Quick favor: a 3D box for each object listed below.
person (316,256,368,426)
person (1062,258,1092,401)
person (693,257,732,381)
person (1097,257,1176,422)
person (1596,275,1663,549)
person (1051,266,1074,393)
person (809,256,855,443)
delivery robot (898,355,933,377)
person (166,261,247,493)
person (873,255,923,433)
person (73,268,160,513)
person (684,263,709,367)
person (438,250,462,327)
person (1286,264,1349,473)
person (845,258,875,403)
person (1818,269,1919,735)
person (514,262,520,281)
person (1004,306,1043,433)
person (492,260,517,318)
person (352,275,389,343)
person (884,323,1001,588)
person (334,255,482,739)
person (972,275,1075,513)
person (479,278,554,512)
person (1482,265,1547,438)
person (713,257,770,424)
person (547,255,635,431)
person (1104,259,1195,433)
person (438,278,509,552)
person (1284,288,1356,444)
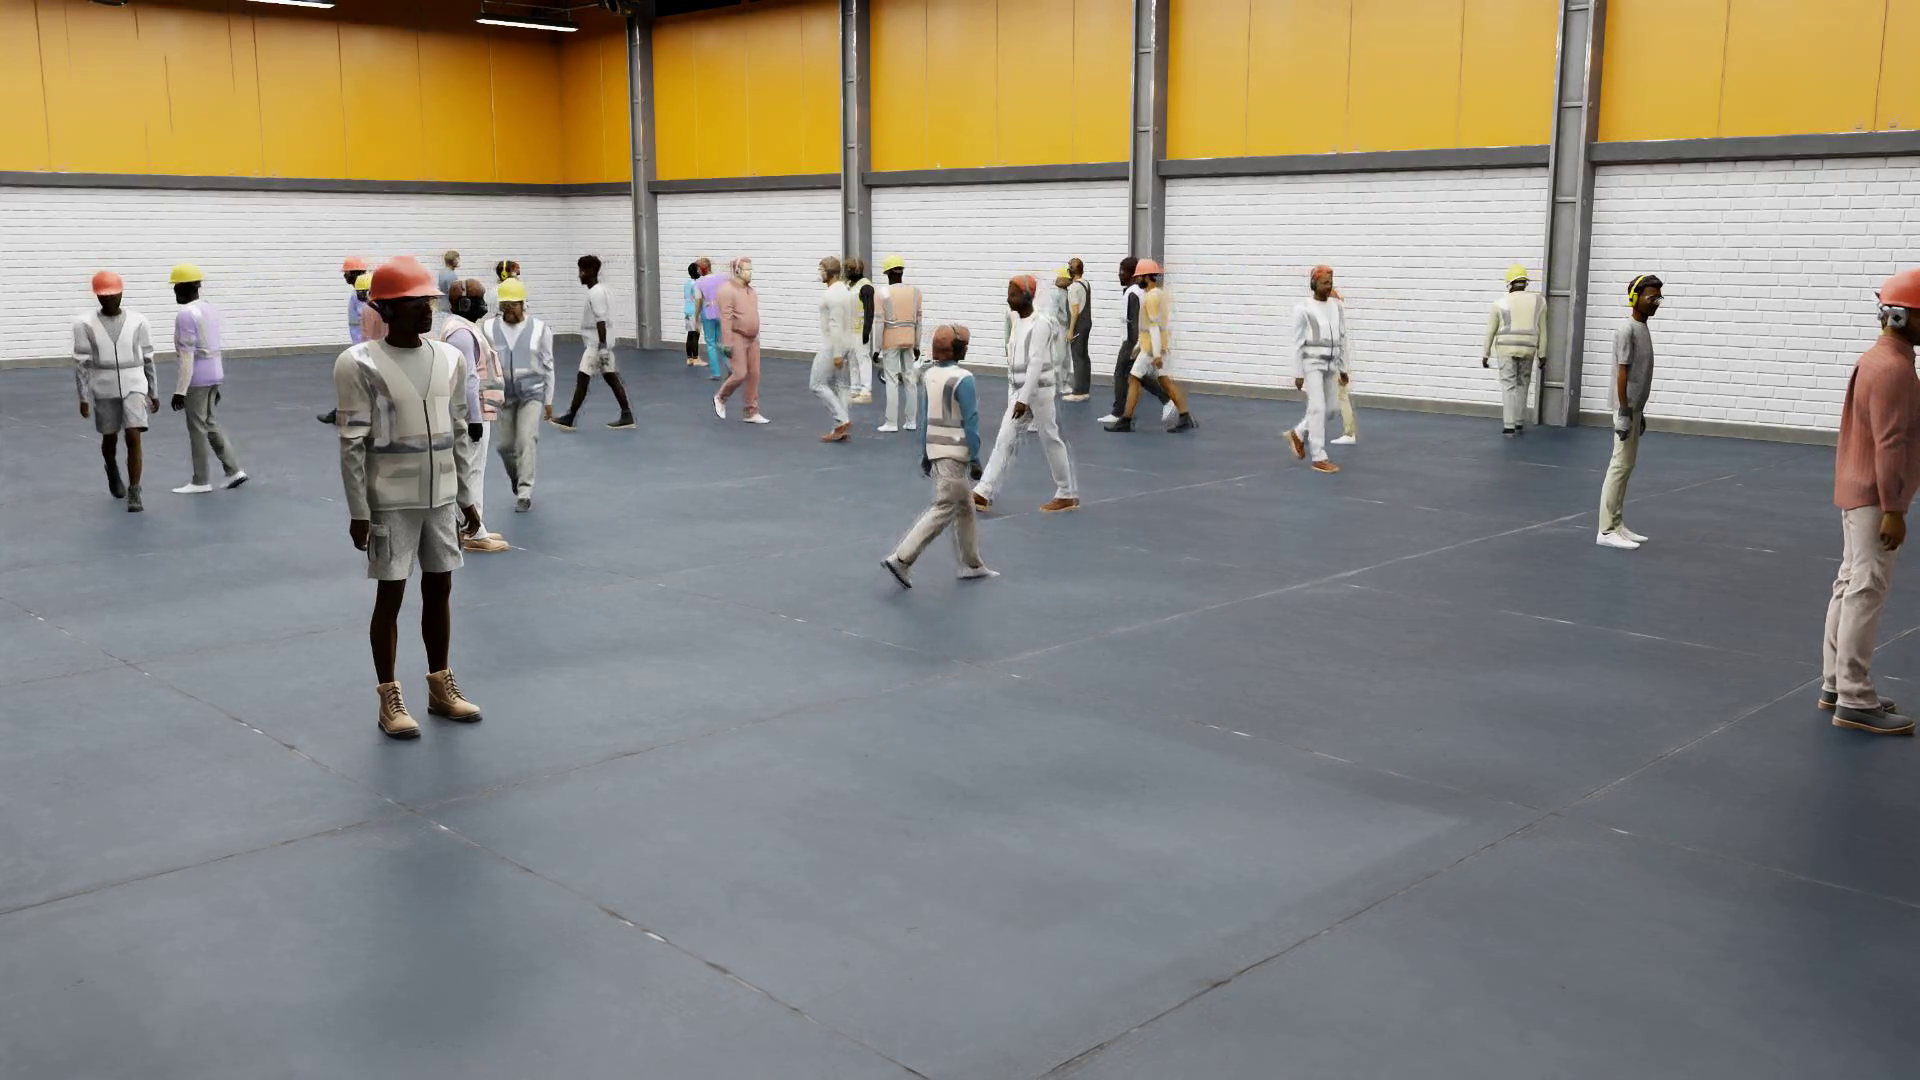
[{"bbox_3d":[-6.789,-2.213,18.599,0.943,1.892,0.564,-1,10,-4],"label":"person"},{"bbox_3d":[1.516,-2.706,21.441,0.350,1.843,0.506,5,12,27],"label":"person"},{"bbox_3d":[-3.610,-3.218,24.340,0.622,1.814,0.434,-10,14,-44],"label":"person"},{"bbox_3d":[2.043,-2.267,18.945,0.845,1.892,0.598,1,10,8],"label":"person"},{"bbox_3d":[4.614,-0.880,11.423,0.314,1.864,0.530,7,12,33],"label":"person"},{"bbox_3d":[1.325,-2.840,22.513,0.536,1.723,0.486,6,12,29],"label":"person"},{"bbox_3d":[-1.328,-1.939,17.041,0.439,1.924,0.634,1,10,6],"label":"person"},{"bbox_3d":[-0.744,-2.541,23.798,0.707,0.478,0.477,7,12,34],"label":"delivery robot"},{"bbox_3d":[-6.310,-1.332,13.776,0.424,1.939,0.619,-1,10,-3],"label":"person"},{"bbox_3d":[-0.686,-2.123,18.057,0.584,1.919,0.375,-6,12,-31],"label":"person"},{"bbox_3d":[-6.629,-1.193,13.081,0.571,1.898,0.890,-6,12,-28],"label":"person"},{"bbox_3d":[-4.327,-3.676,27.138,0.320,1.692,0.531,-6,12,-29],"label":"person"},{"bbox_3d":[-7.589,-3.441,25.281,0.930,1.900,0.647,-4,11,-22],"label":"person"},{"bbox_3d":[3.237,-1.566,15.139,0.593,1.872,0.689,-7,12,-32],"label":"person"},{"bbox_3d":[-1.326,-2.670,21.252,0.429,1.841,0.633,-6,12,-29],"label":"person"},{"bbox_3d":[4.008,-0.171,7.218,0.392,1.988,0.609,4,11,20],"label":"person"},{"bbox_3d":[-8.358,-4.400,31.241,0.278,1.635,0.498,-8,13,-38],"label":"person"},{"bbox_3d":[0.702,-1.985,18.050,0.515,1.645,0.308,8,13,36],"label":"person"},{"bbox_3d":[-5.441,-2.388,19.698,0.753,1.851,0.527,-2,11,-9],"label":"person"},{"bbox_3d":[-6.295,-2.028,18.115,0.955,1.705,0.531,-1,10,-3],"label":"person"},{"bbox_3d":[-0.106,-0.509,10.110,0.800,1.615,0.517,-5,12,-25],"label":"person"},{"bbox_3d":[-2.342,-0.186,7.138,0.361,2.047,0.614,9,13,39],"label":"person"},{"bbox_3d":[0.453,-1.086,12.653,1.014,1.822,0.581,-5,11,-25],"label":"person"},{"bbox_3d":[-3.466,-1.145,13.018,0.593,1.806,0.671,-1,10,-5],"label":"person"},{"bbox_3d":[5.874,-2.015,17.740,0.625,1.810,0.690,0,10,1],"label":"person"},{"bbox_3d":[-2.491,-2.253,18.838,0.569,1.888,0.670,6,12,31],"label":"person"},{"bbox_3d":[-4.053,-2.150,18.215,0.993,1.910,0.639,-1,10,-7],"label":"person"},{"bbox_3d":[2.098,-2.088,17.959,0.970,1.891,0.536,4,11,19],"label":"person"},{"bbox_3d":[-3.303,-0.843,11.287,0.429,1.844,0.622,-4,11,-20],"label":"person"},{"bbox_3d":[3.712,-1.779,17.059,0.802,1.596,0.516,1,10,4],"label":"person"}]
